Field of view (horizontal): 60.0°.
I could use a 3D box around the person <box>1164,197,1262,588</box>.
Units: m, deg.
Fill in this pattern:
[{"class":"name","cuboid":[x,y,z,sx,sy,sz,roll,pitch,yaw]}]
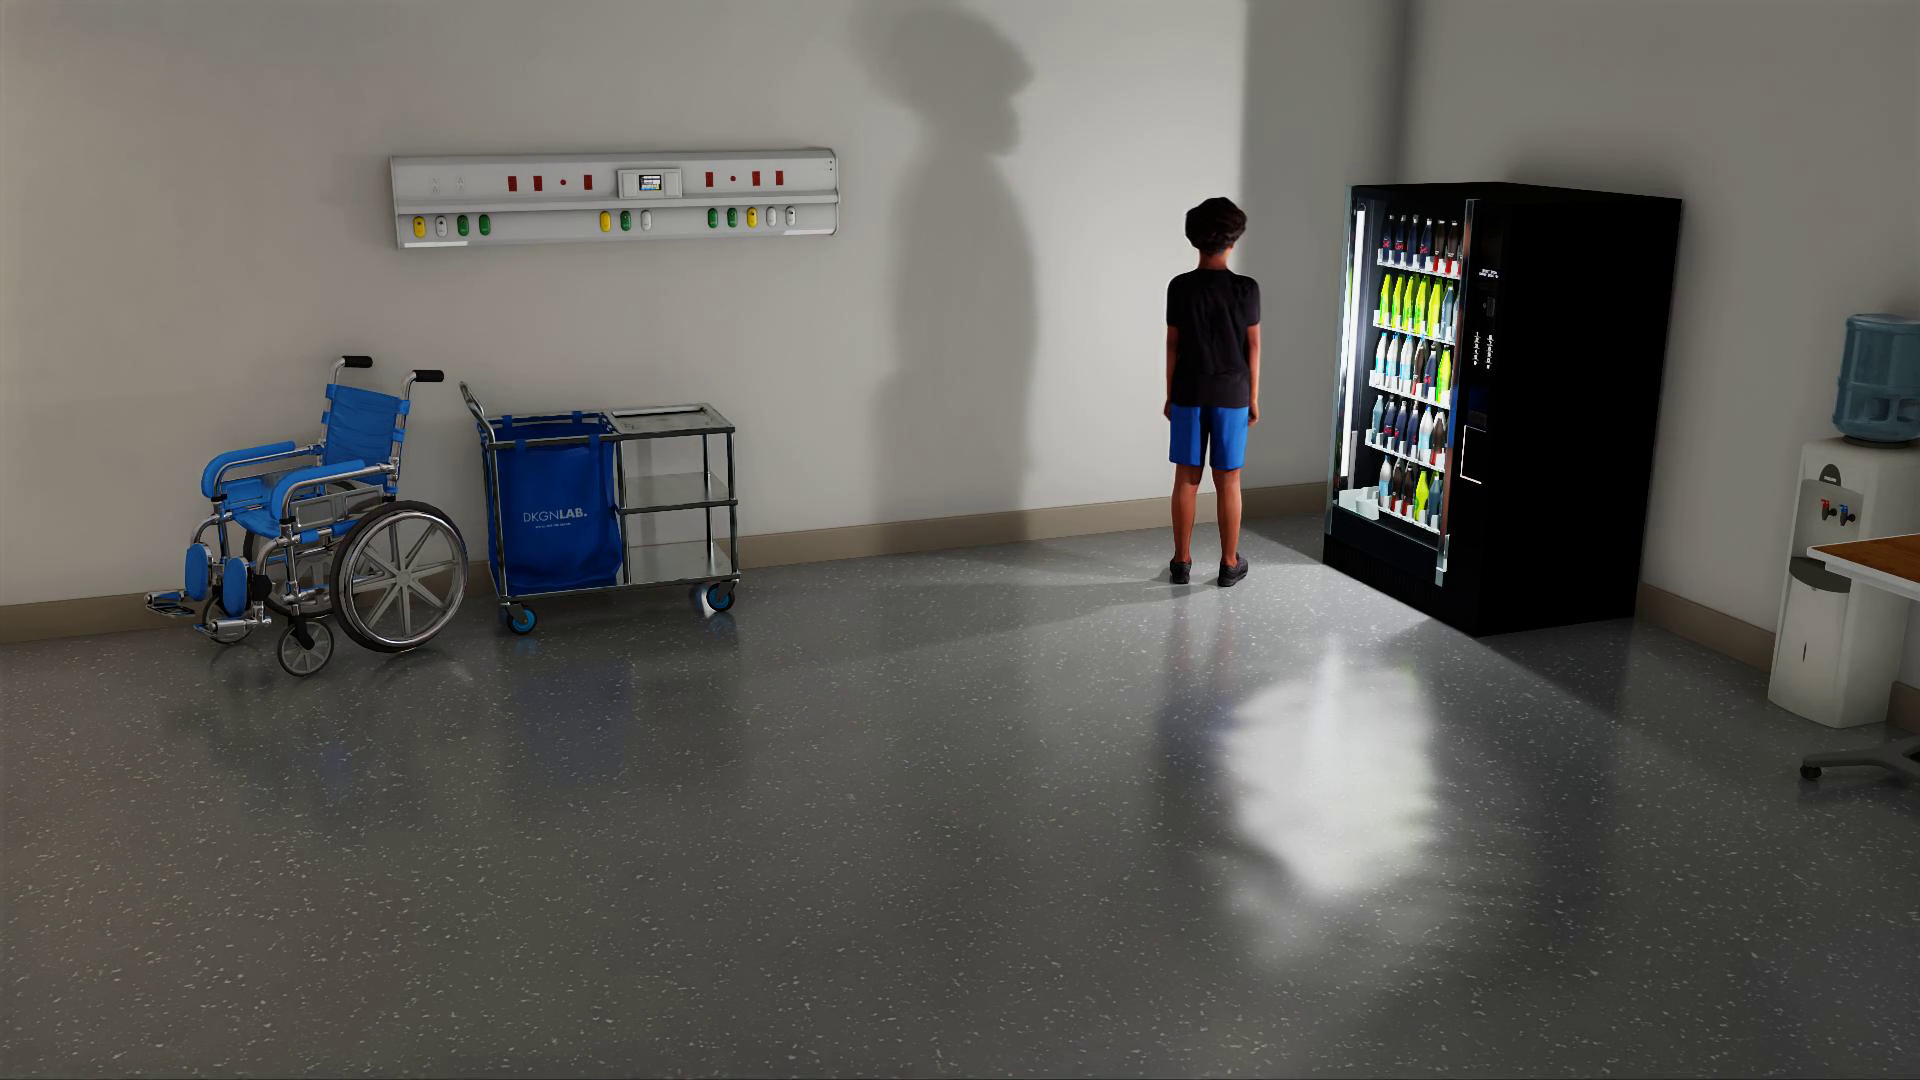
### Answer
[{"class":"person","cuboid":[1.161,-0.677,7.709,0.706,1.799,0.744,4,16,13]}]
